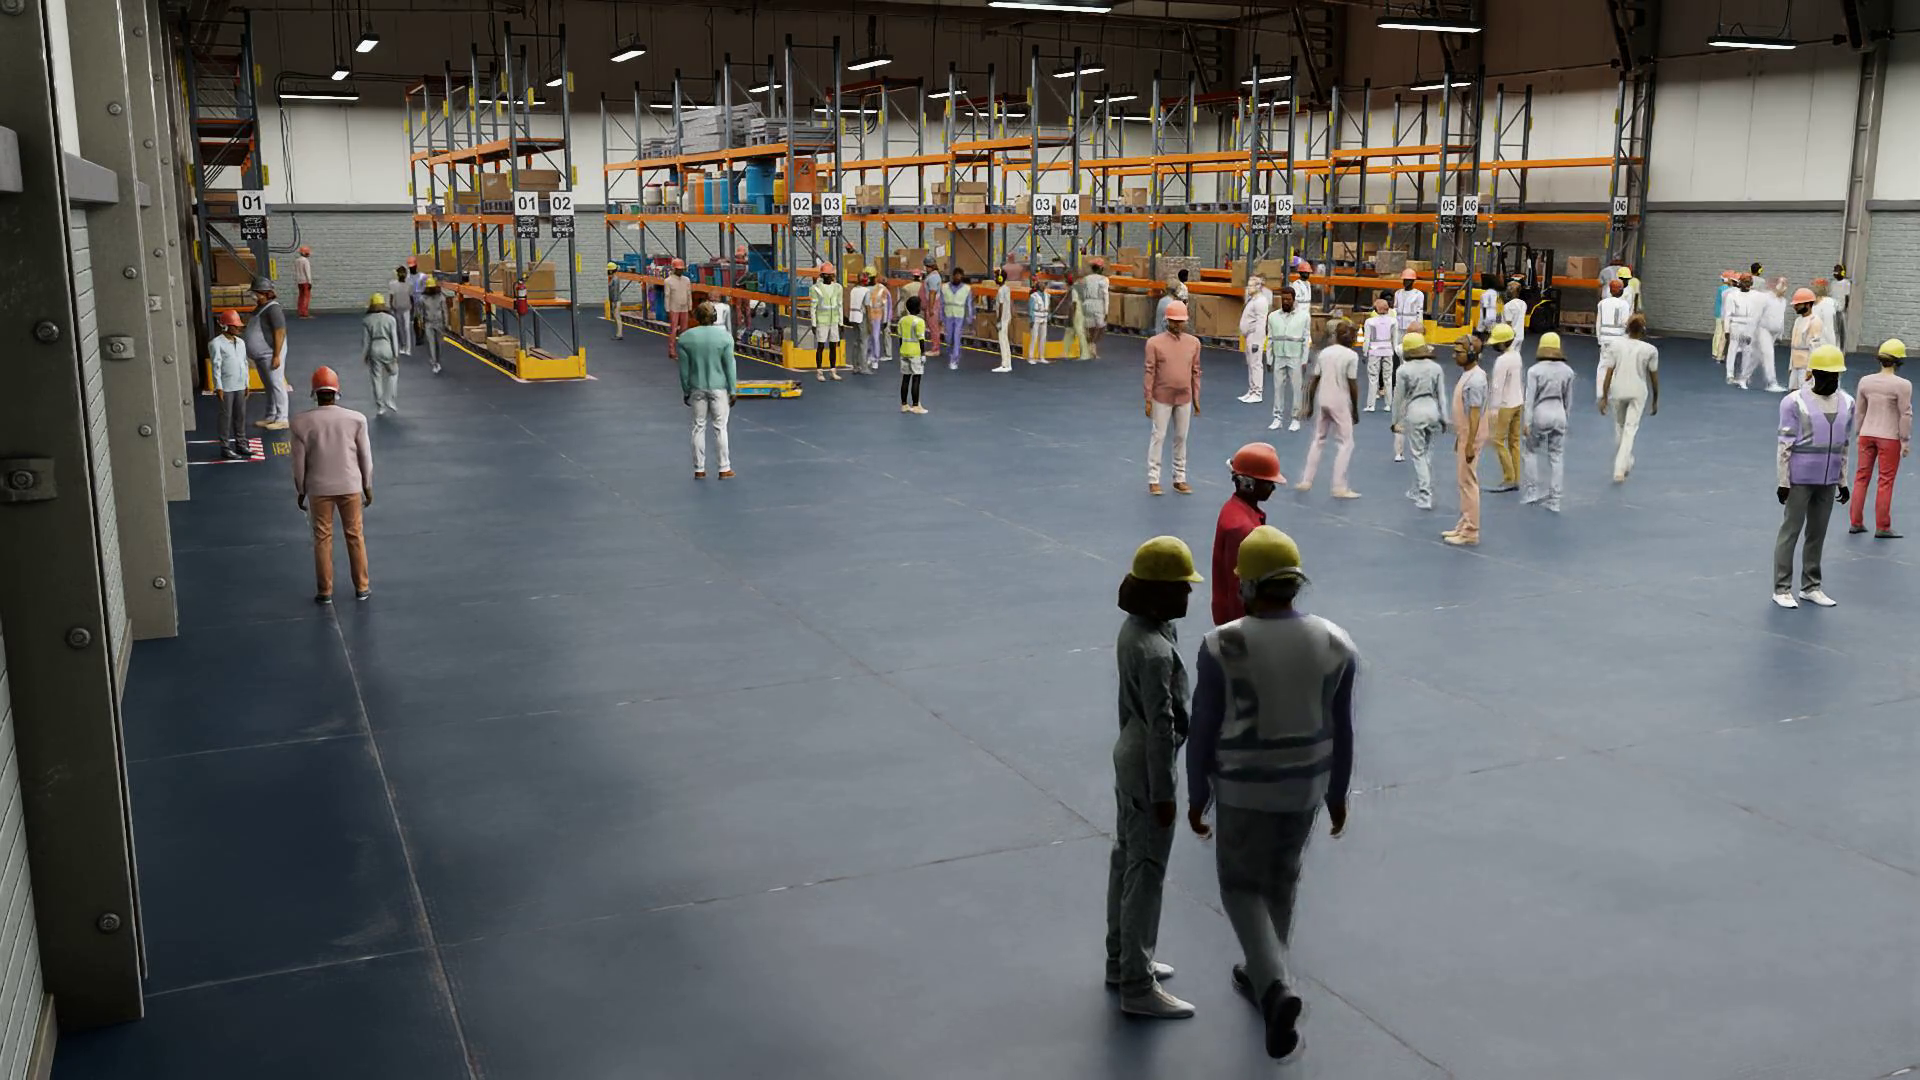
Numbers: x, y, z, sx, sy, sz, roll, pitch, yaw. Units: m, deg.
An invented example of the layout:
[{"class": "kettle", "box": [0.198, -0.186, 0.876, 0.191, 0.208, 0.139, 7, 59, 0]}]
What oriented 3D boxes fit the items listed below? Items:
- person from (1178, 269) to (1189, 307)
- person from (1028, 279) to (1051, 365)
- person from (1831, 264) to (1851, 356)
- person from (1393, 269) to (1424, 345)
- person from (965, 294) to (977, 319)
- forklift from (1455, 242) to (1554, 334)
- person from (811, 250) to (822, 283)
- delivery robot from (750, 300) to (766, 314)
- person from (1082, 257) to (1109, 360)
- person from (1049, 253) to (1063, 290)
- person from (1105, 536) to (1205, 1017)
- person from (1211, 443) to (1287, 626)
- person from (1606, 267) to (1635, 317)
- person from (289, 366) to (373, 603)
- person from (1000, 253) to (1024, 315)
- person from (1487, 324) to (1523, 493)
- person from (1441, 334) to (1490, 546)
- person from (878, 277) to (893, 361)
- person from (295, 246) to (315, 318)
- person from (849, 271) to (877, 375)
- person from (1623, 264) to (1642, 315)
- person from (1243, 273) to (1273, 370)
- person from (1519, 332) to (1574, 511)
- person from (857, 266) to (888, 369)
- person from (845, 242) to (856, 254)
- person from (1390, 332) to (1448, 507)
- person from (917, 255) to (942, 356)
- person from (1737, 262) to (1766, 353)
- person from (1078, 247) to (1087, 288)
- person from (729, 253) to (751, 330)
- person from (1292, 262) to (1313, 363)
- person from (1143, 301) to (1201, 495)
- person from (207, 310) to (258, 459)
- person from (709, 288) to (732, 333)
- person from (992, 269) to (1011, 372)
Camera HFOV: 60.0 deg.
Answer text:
[{"class": "person", "box": [4.711, -4.929, 35.486, 0.325, 1.685, 0.539, -2, 11, -11]}, {"class": "person", "box": [1.524, -4.171, 31.791, 0.508, 1.626, 0.331, -10, 15, -42]}, {"class": "person", "box": [17.448, -4.539, 33.070, 0.321, 1.862, 0.509, -2, 11, -12]}, {"class": "person", "box": [7.542, -3.610, 28.130, 0.545, 1.942, 0.351, 11, 15, 43]}, {"class": "person", "box": [0.294, -6.762, 44.941, 0.520, 1.633, 0.314, -8, 14, -35]}, {"class": "forklift", "box": [13.047, -6.049, 39.881, 2.313, 2.155, 1.214, -5, 12, -23]}, {"class": "person", "box": [-4.484, -8.156, 51.743, 0.349, 1.743, 0.563, 2, 11, 11]}, {"class": "delivery robot", "box": [-5.677, -6.481, 46.018, 0.477, 0.478, 0.707, -9, 14, -37]}, {"class": "person", "box": [2.633, -4.499, 32.462, 0.613, 2.019, 0.549, 7, 13, 33]}, {"class": "person", "box": [2.672, -7.184, 46.783, 0.537, 1.746, 0.624, -5, 12, -24]}, {"class": "person", "box": [0.707, 0.841, 6.019, 0.308, 1.741, 0.494, -1, 11, -5]}, {"class": "person", "box": [1.456, 0.365, 8.453, 0.355, 1.738, 0.574, 2, 11, 11]}, {"class": "person", "box": [11.683, -3.861, 29.442, 0.591, 1.926, 0.386, -4, 12, -18]}, {"class": "person", "box": [-4.639, -0.407, 12.320, 0.563, 1.756, 0.318, -5, 12, -23]}, {"class": "person", "box": [1.246, -6.353, 42.271, 0.662, 1.853, 0.985, -6, 13, -28]}, {"class": "person", "box": [5.673, -1.372, 17.272, 0.367, 1.747, 0.668, 9, 15, 40]}, {"class": "person", "box": [4.413, -0.866, 14.463, 0.337, 1.838, 0.510, 2, 11, 10]}, {"class": "person", "box": [-1.467, -4.313, 32.476, 0.310, 1.638, 0.523, -1, 11, -6]}, {"class": "person", "box": [-17.992, -7.077, 45.655, 0.628, 1.983, 0.395, 9, 14, 39]}, {"class": "person", "box": [-1.762, -3.853, 29.606, 0.389, 1.845, 0.564, -8, 14, -35]}, {"class": "person", "box": [13.720, -4.714, 34.026, 0.403, 1.831, 0.654, -1, 11, -6]}, {"class": "person", "box": [5.506, -4.045, 30.770, 0.523, 1.780, 1.062, -2, 11, -8]}, {"class": "person", "box": [5.702, -1.154, 16.207, 0.550, 1.716, 0.553, -2, 11, -9]}, {"class": "person", "box": [-1.645, -4.131, 30.910, 0.632, 1.899, 0.577, 1, 11, 5]}, {"class": "person", "box": [-3.195, -7.631, 48.312, 0.395, 2.040, 0.609, 3, 11, 13]}, {"class": "person", "box": [4.518, -1.188, 16.421, 0.501, 1.699, 0.750, -3, 11, -14]}, {"class": "person", "box": [-0.605, -4.738, 33.609, 0.535, 2.000, 0.683, 0, 11, 1]}, {"class": "person", "box": [16.399, -4.810, 34.454, 0.330, 1.861, 0.504, -9, 15, -40]}, {"class": "person", "box": [3.636, -7.775, 49.467, 0.359, 1.880, 0.575, -7, 13, -34]}, {"class": "person", "box": [-5.392, -6.077, 40.771, 0.658, 1.905, 0.404, -9, 14, -38]}, {"class": "person", "box": [6.580, -4.355, 31.929, 0.356, 1.938, 0.545, 9, 14, 38]}, {"class": "person", "box": [2.179, -1.433, 17.015, 0.623, 1.958, 0.400, -3, 12, -15]}, {"class": "person", "box": [-8.561, -1.831, 19.595, 0.350, 1.743, 0.564, 3, 12, 16]}, {"class": "person", "box": [-4.104, -3.394, 27.824, 0.552, 1.624, 0.456, -3, 12, -15]}, {"class": "person", "box": [0.762, -3.985, 30.263, 0.328, 1.861, 0.503, 2, 11, 11]}]
